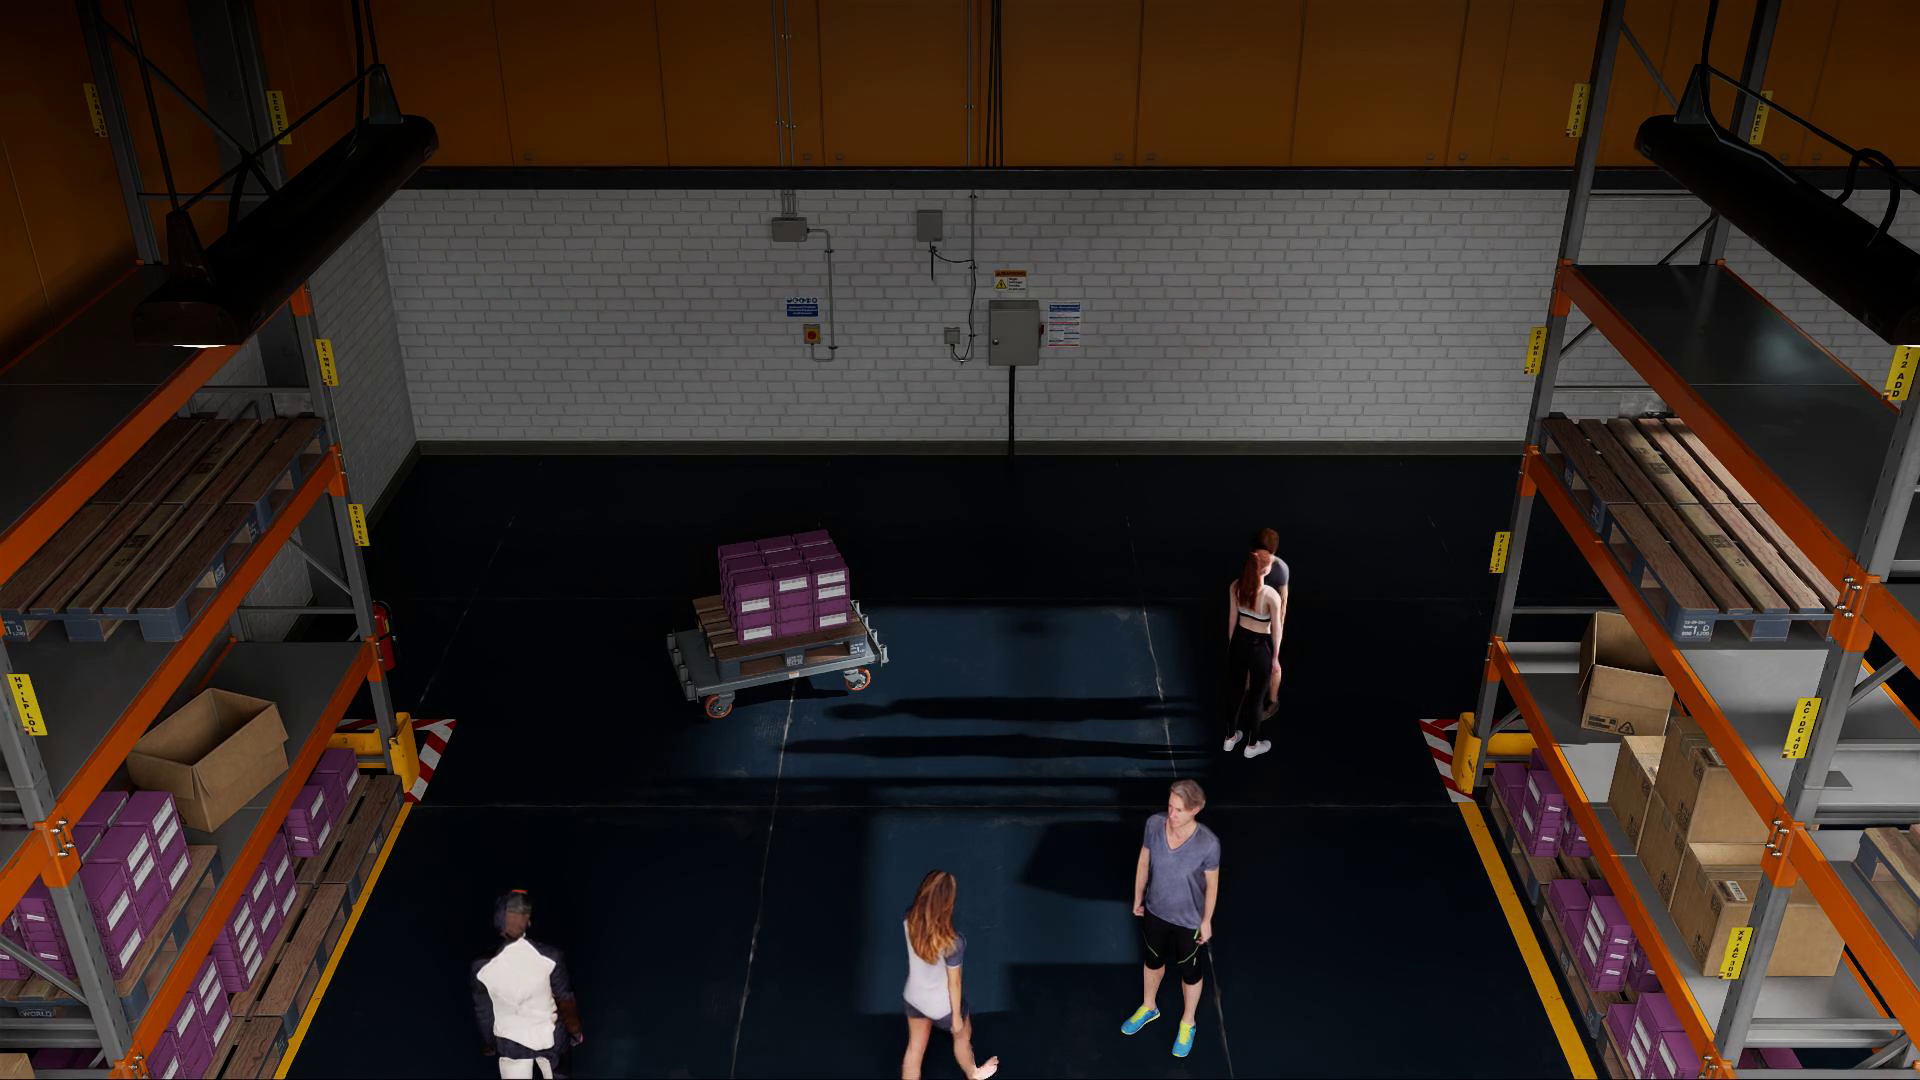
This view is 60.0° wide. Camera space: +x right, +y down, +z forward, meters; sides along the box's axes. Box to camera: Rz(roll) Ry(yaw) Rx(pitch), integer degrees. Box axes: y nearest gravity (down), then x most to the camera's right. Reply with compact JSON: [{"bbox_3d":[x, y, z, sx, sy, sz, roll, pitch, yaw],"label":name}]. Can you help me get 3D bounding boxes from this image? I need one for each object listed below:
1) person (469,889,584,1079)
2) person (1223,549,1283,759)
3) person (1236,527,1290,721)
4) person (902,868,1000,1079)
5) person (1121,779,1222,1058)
[{"bbox_3d":[-2.318,2.676,8.965,0.731,1.890,0.648,-5,29,-9],"label":"person"},{"bbox_3d":[2.177,0.844,12.479,0.665,1.740,0.713,23,36,35],"label":"person"},{"bbox_3d":[2.381,0.619,12.994,0.690,1.642,0.742,25,37,38],"label":"person"},{"bbox_3d":[-0.207,2.602,9.289,0.932,1.709,1.007,23,36,36],"label":"person"},{"bbox_3d":[1.273,2.201,9.837,0.759,1.888,0.767,17,33,28],"label":"person"}]
